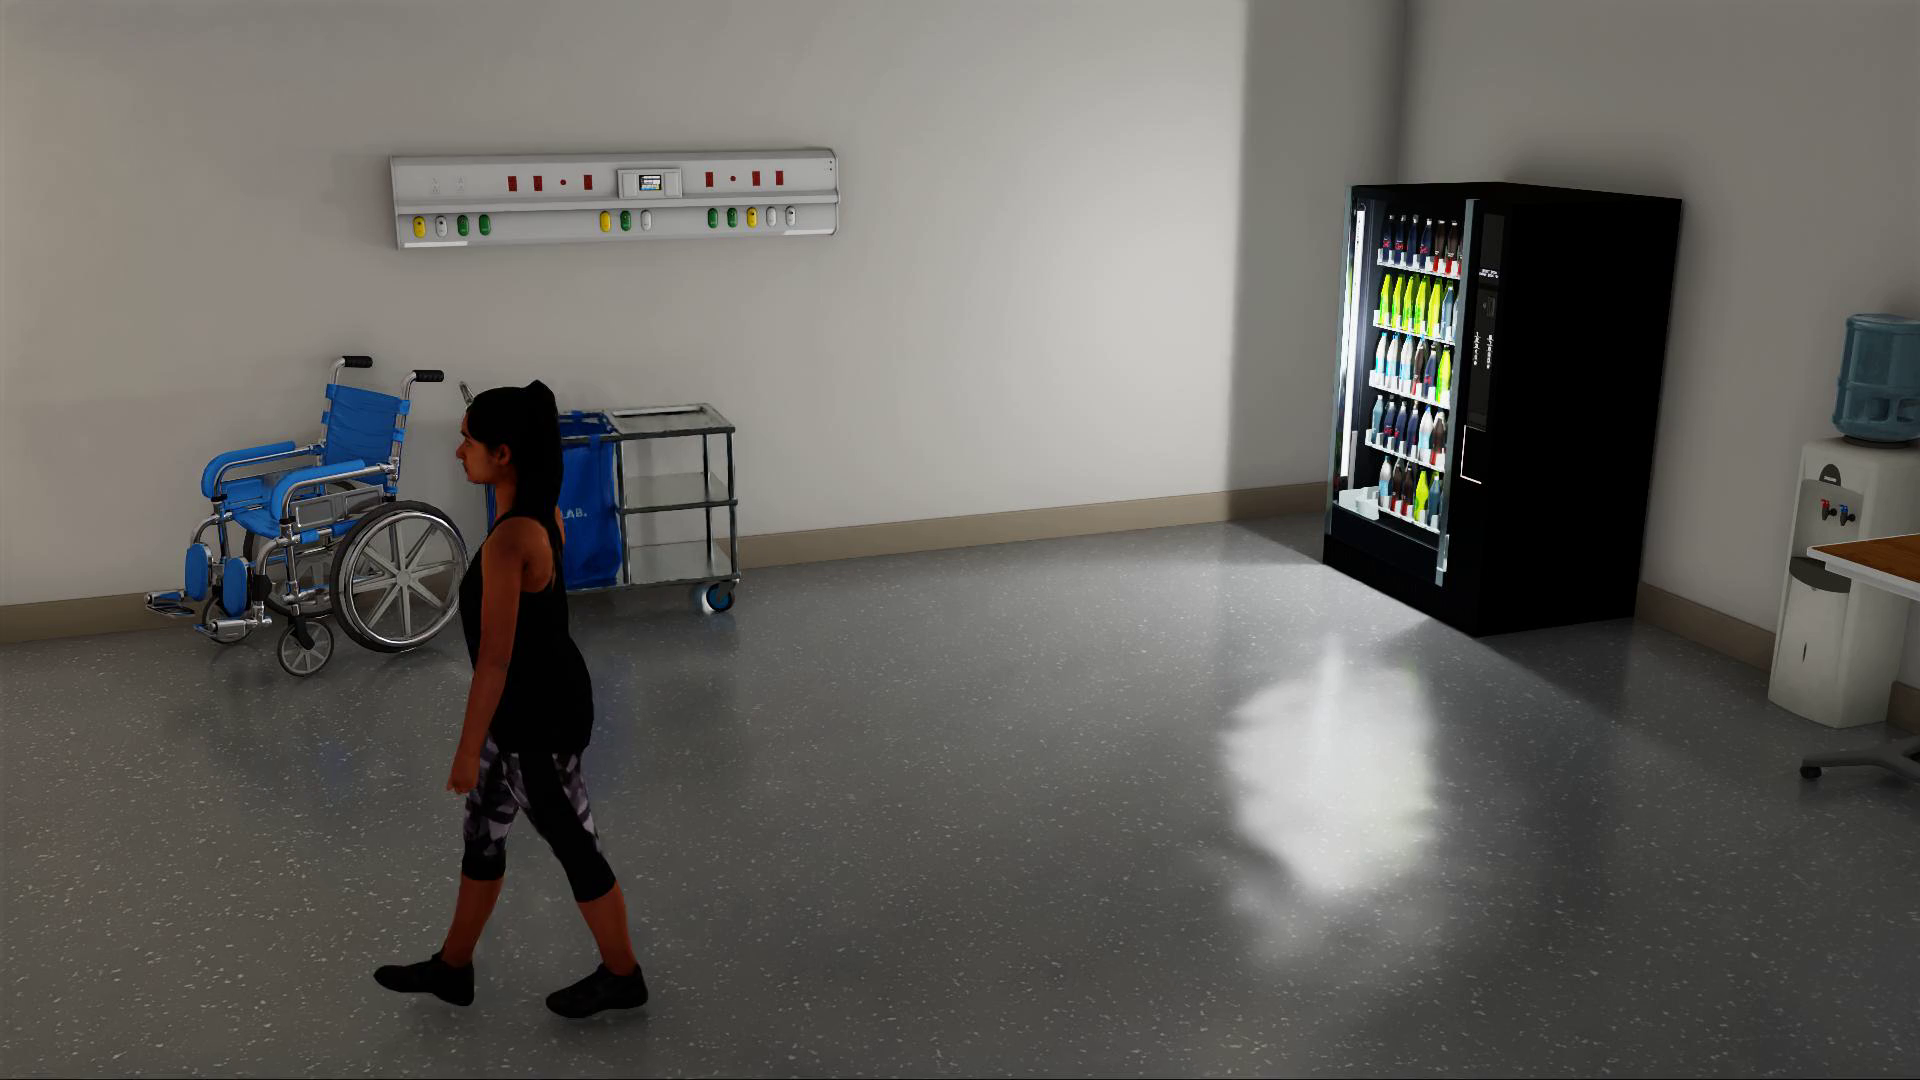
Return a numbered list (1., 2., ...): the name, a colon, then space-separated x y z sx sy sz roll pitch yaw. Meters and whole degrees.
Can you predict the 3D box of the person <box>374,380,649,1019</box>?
1. person: -0.952 0.432 4.061 0.778 1.643 0.901 -2 16 -9
